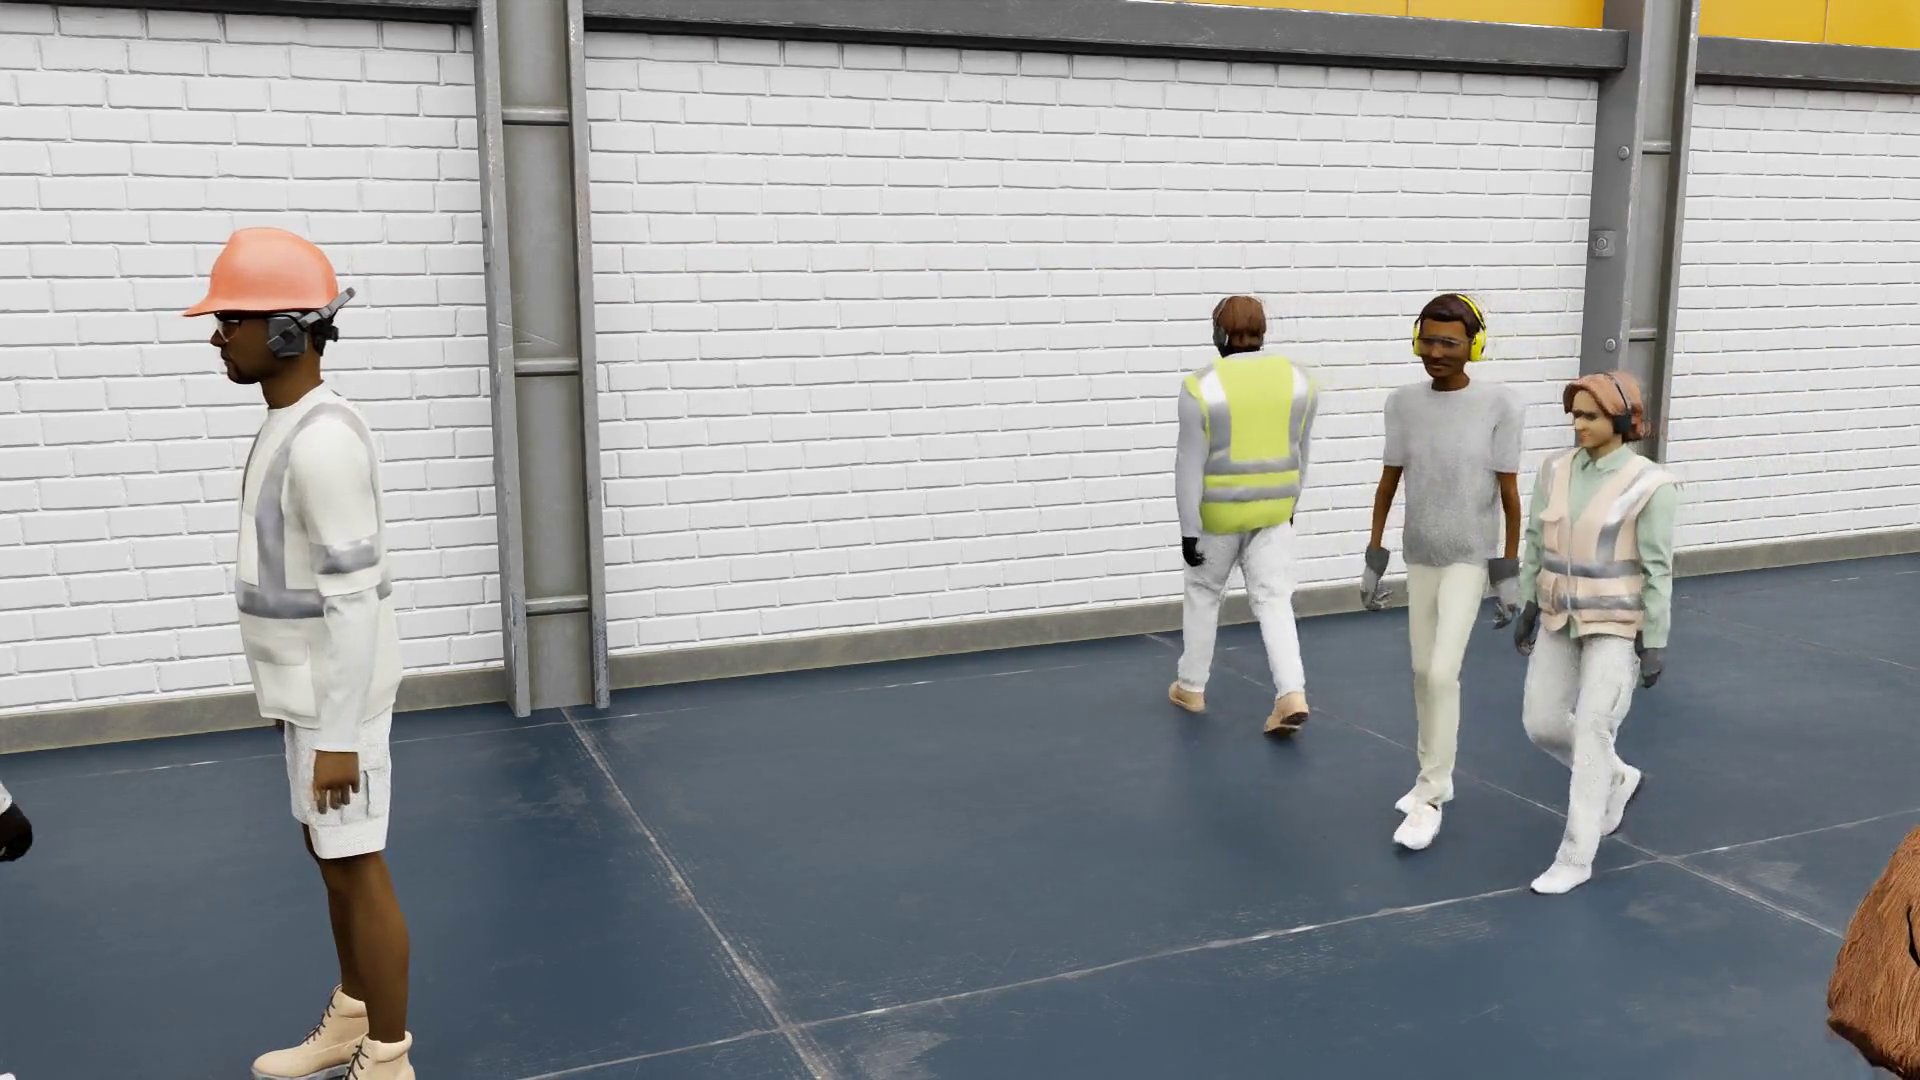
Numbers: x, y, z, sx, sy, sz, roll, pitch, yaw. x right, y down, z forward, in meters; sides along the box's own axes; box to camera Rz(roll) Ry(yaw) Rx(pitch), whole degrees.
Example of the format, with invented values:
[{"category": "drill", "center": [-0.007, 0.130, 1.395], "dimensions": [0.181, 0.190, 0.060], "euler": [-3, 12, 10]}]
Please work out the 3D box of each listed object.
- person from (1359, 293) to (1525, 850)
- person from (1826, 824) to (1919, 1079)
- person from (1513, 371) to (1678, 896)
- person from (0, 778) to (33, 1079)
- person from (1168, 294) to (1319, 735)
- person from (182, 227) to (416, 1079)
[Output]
[{"category": "person", "center": [1.581, 0.100, 5.597], "dimensions": [0.551, 1.839, 0.791], "euler": [10, 14, 42]}, {"category": "person", "center": [0.808, 0.983, 1.431], "dimensions": [0.512, 1.589, 0.841], "euler": [5, 11, 26]}, {"category": "person", "center": [2.009, 0.276, 5.217], "dimensions": [0.559, 1.620, 0.529], "euler": [-6, 12, -29]}, {"category": "person", "center": [-2.184, 0.493, 3.303], "dimensions": [0.598, 1.890, 0.905], "euler": [3, 11, 16]}, {"category": "person", "center": [1.168, -0.109, 6.855], "dimensions": [0.628, 1.805, 0.865], "euler": [-3, 11, -14]}, {"category": "person", "center": [-1.456, 0.339, 3.725], "dimensions": [0.390, 2.045, 0.607], "euler": [-5, 12, -27]}]
